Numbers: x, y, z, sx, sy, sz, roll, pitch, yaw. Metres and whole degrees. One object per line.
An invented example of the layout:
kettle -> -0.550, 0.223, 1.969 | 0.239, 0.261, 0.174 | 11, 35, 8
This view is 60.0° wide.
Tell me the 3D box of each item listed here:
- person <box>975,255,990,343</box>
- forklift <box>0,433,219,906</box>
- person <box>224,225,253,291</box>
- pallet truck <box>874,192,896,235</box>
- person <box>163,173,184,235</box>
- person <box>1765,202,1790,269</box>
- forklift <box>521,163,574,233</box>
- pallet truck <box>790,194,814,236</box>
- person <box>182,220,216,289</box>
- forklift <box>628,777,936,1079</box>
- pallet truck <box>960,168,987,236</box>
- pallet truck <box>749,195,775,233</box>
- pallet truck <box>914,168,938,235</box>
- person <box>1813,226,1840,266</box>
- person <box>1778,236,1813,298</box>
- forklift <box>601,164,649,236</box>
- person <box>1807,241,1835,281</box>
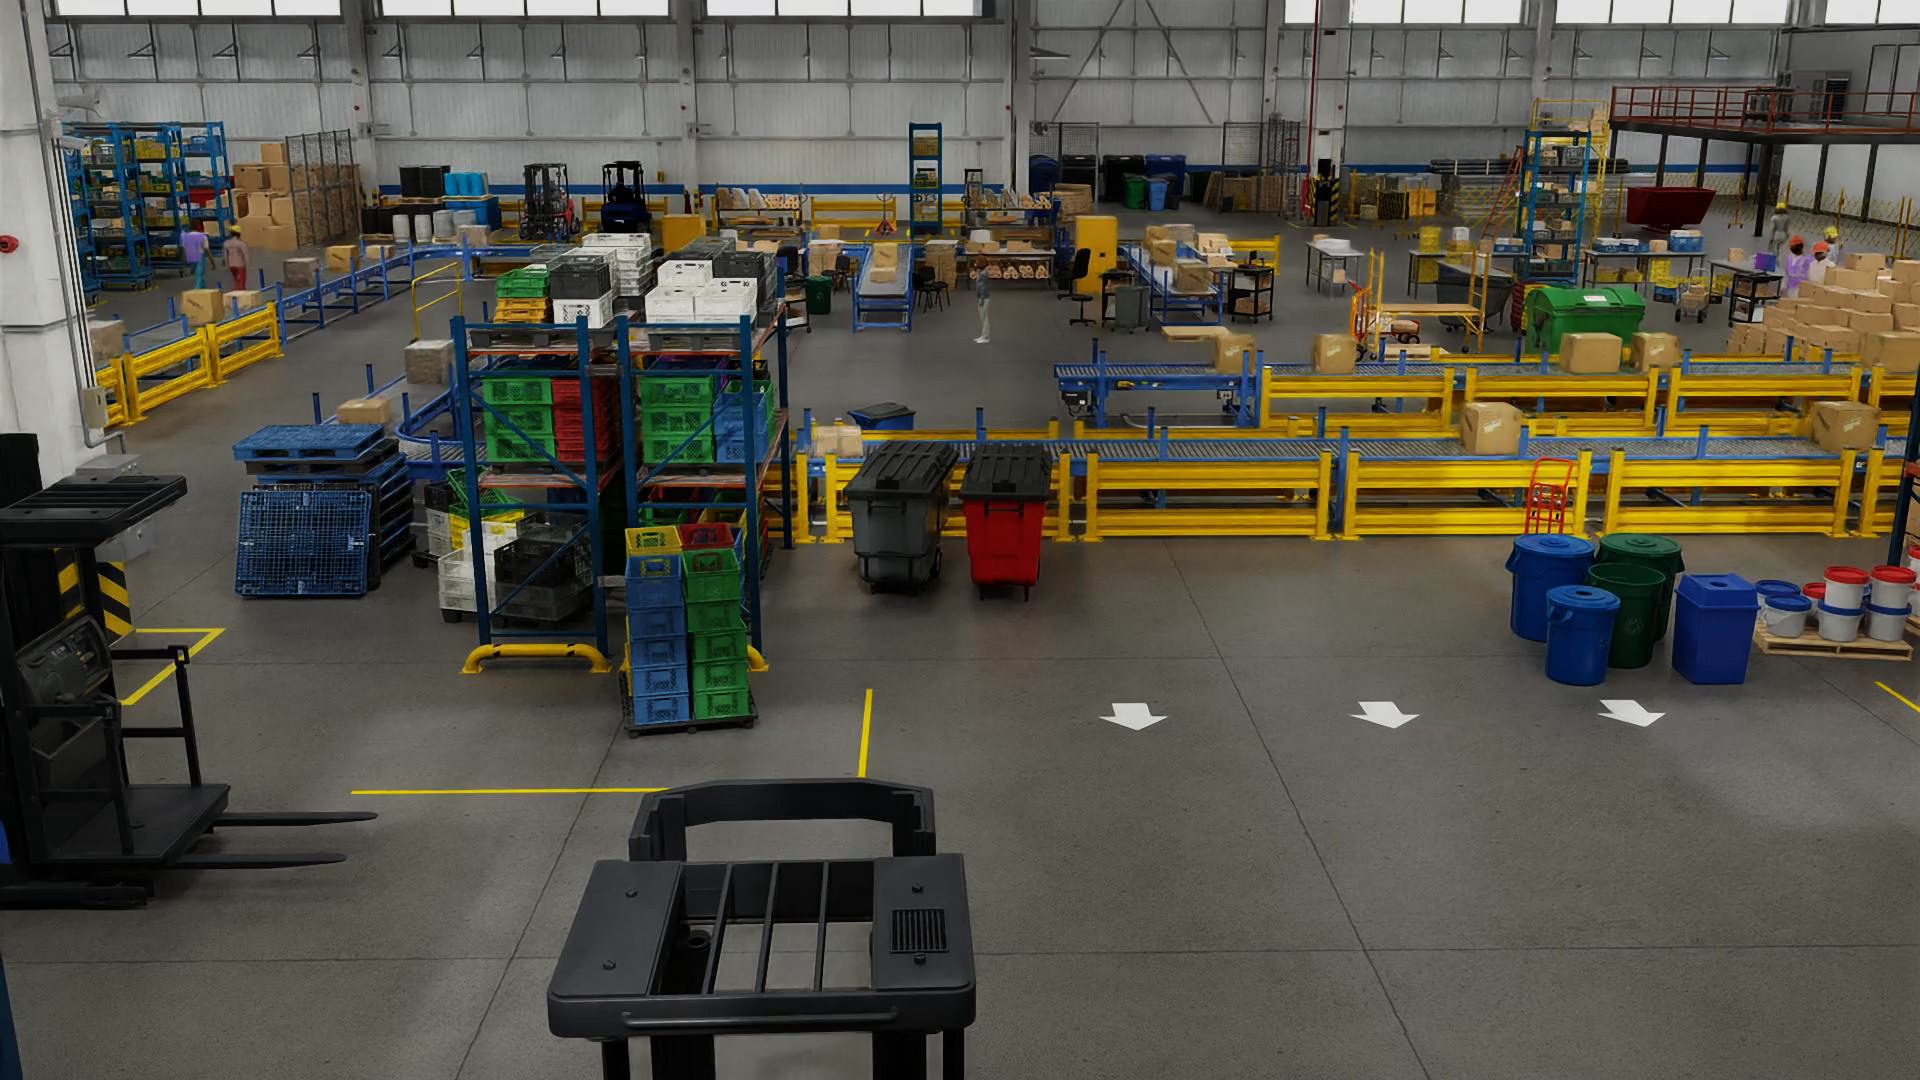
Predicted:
person -> 0.408, -4.470, 30.851 | 0.283, 1.624, 0.494 | -3, 16, -9
forklift -> -5.952, 0.780, 10.366 | 1.873, 2.768, 1.129 | 0, 16, -1
person -> -15.264, -5.794, 35.232 | 0.548, 1.748, 0.534 | 3, 16, 12
pallet truck -> -2.277, -9.986, 50.594 | 0.653, 1.274, 1.630 | 0, 16, -1
person -> -22.819, -9.690, 48.332 | 0.612, 1.996, 0.389 | 2, 16, 7
person -> 20.191, -7.459, 41.061 | 0.480, 1.723, 0.406 | -1, 16, -2
forklift -> -12.233, -10.122, 49.298 | 1.157, 1.987, 2.680 | 0, 16, -1
pallet truck -> -4.814, -9.883, 50.259 | 0.704, 1.261, 1.522 | -1, 16, -3
person -> -16.354, -5.980, 35.798 | 0.603, 1.788, 0.993 | 3, 16, 11
forklift -> -0.542, 2.165, 5.552 | 1.129, 2.768, 1.873 | -1, 16, -2
pallet truck -> 0.383, -10.230, 50.206 | 0.823, 1.965, 1.885 | -1, 16, -3
pallet truck -> -6.051, -9.967, 50.660 | 0.680, 1.201, 1.601 | 0, 16, -1
pallet truck -> -0.989, -10.316, 50.507 | 0.823, 1.965, 1.885 | 1, 16, 3
person -> 17.797, -5.549, 34.256 | 0.615, 1.815, 0.472 | -5, 17, -16
person -> 15.744, -4.770, 31.380 | 0.504, 1.906, 0.557 | -5, 17, -15
forklift -> -9.948, -10.127, 49.296 | 1.157, 1.987, 2.680 | -1, 16, -3
person -> 15.351, -4.352, 29.806 | 0.413, 1.983, 0.633 | -4, 17, -14
